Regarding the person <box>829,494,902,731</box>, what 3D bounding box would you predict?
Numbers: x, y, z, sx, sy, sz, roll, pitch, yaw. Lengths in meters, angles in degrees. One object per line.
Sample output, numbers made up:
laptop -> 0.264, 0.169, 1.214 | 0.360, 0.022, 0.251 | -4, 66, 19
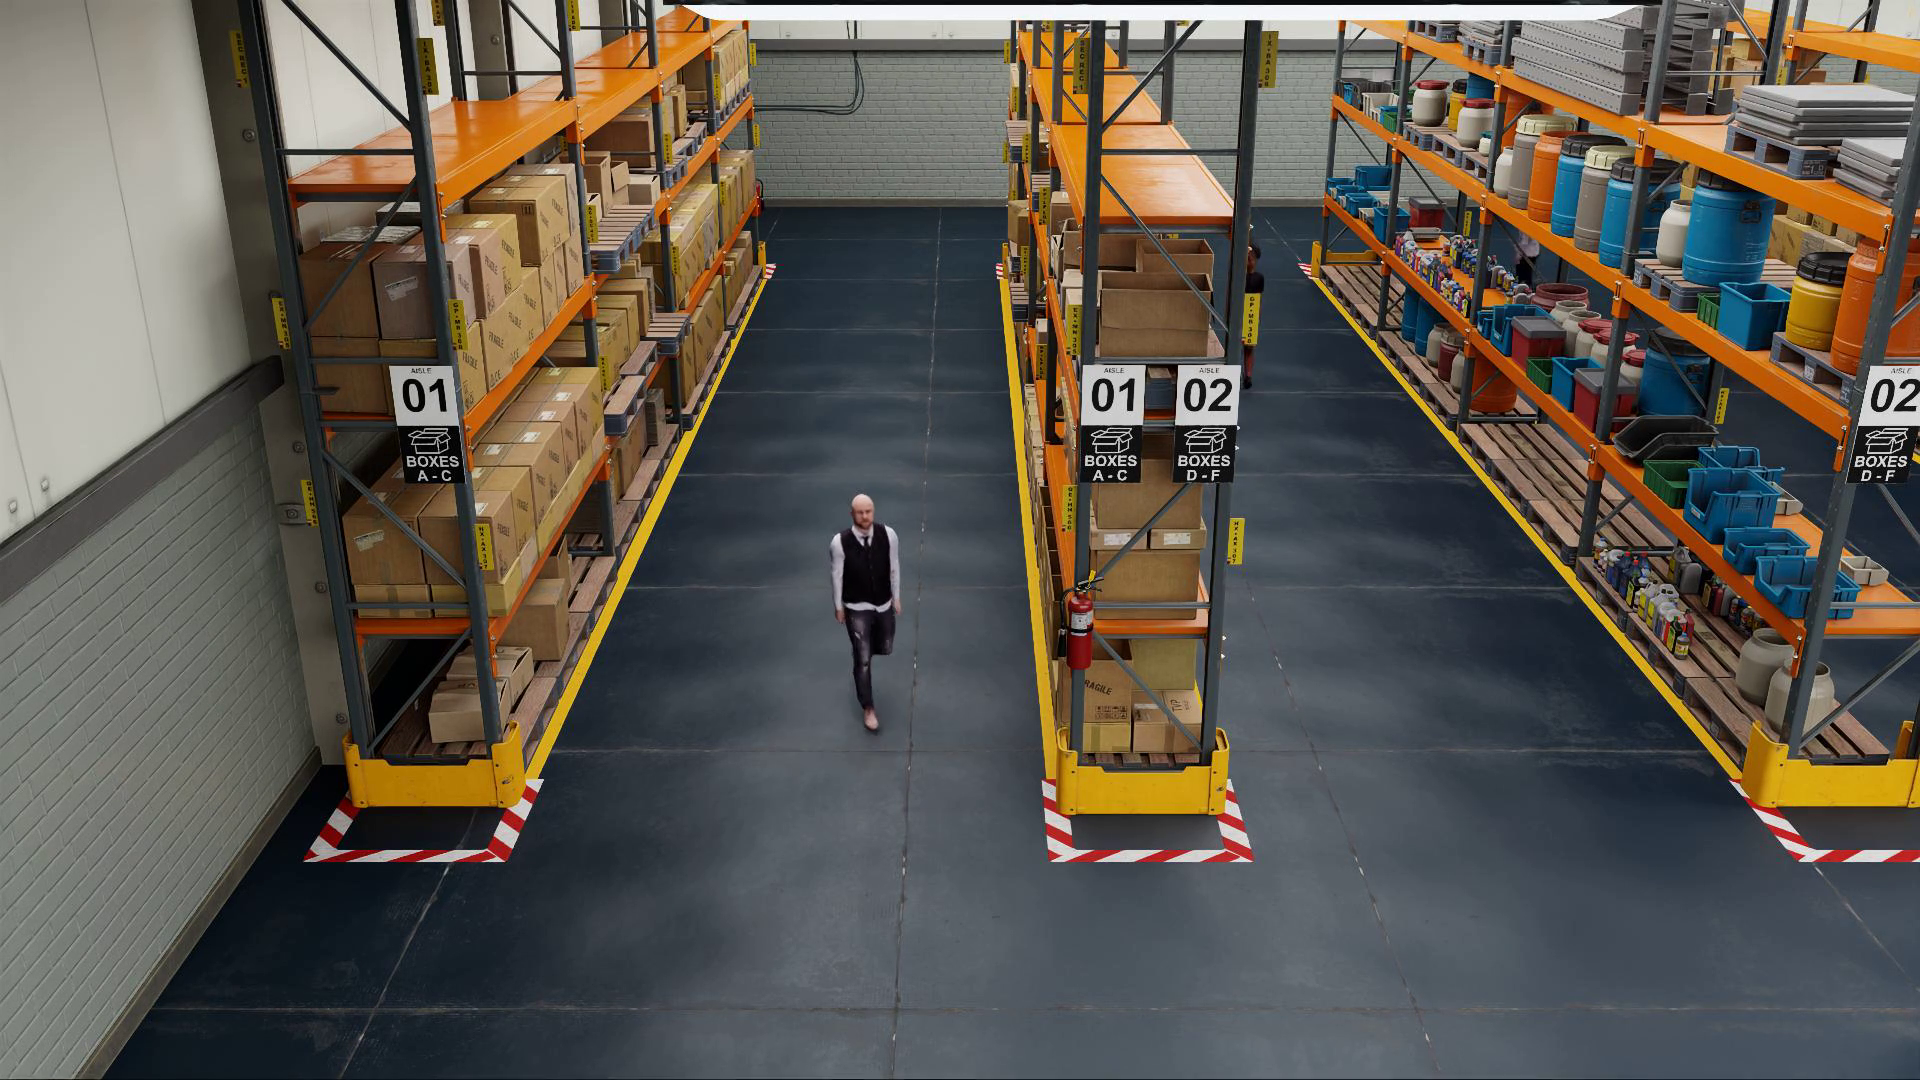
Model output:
person -> -0.711, 0.488, 12.627 | 0.925, 1.797, 1.160 | -8, 23, -18

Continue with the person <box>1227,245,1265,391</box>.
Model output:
person -> 3.512, -2.784, 20.693 | 0.706, 1.747, 1.138 | 3, 22, 8
